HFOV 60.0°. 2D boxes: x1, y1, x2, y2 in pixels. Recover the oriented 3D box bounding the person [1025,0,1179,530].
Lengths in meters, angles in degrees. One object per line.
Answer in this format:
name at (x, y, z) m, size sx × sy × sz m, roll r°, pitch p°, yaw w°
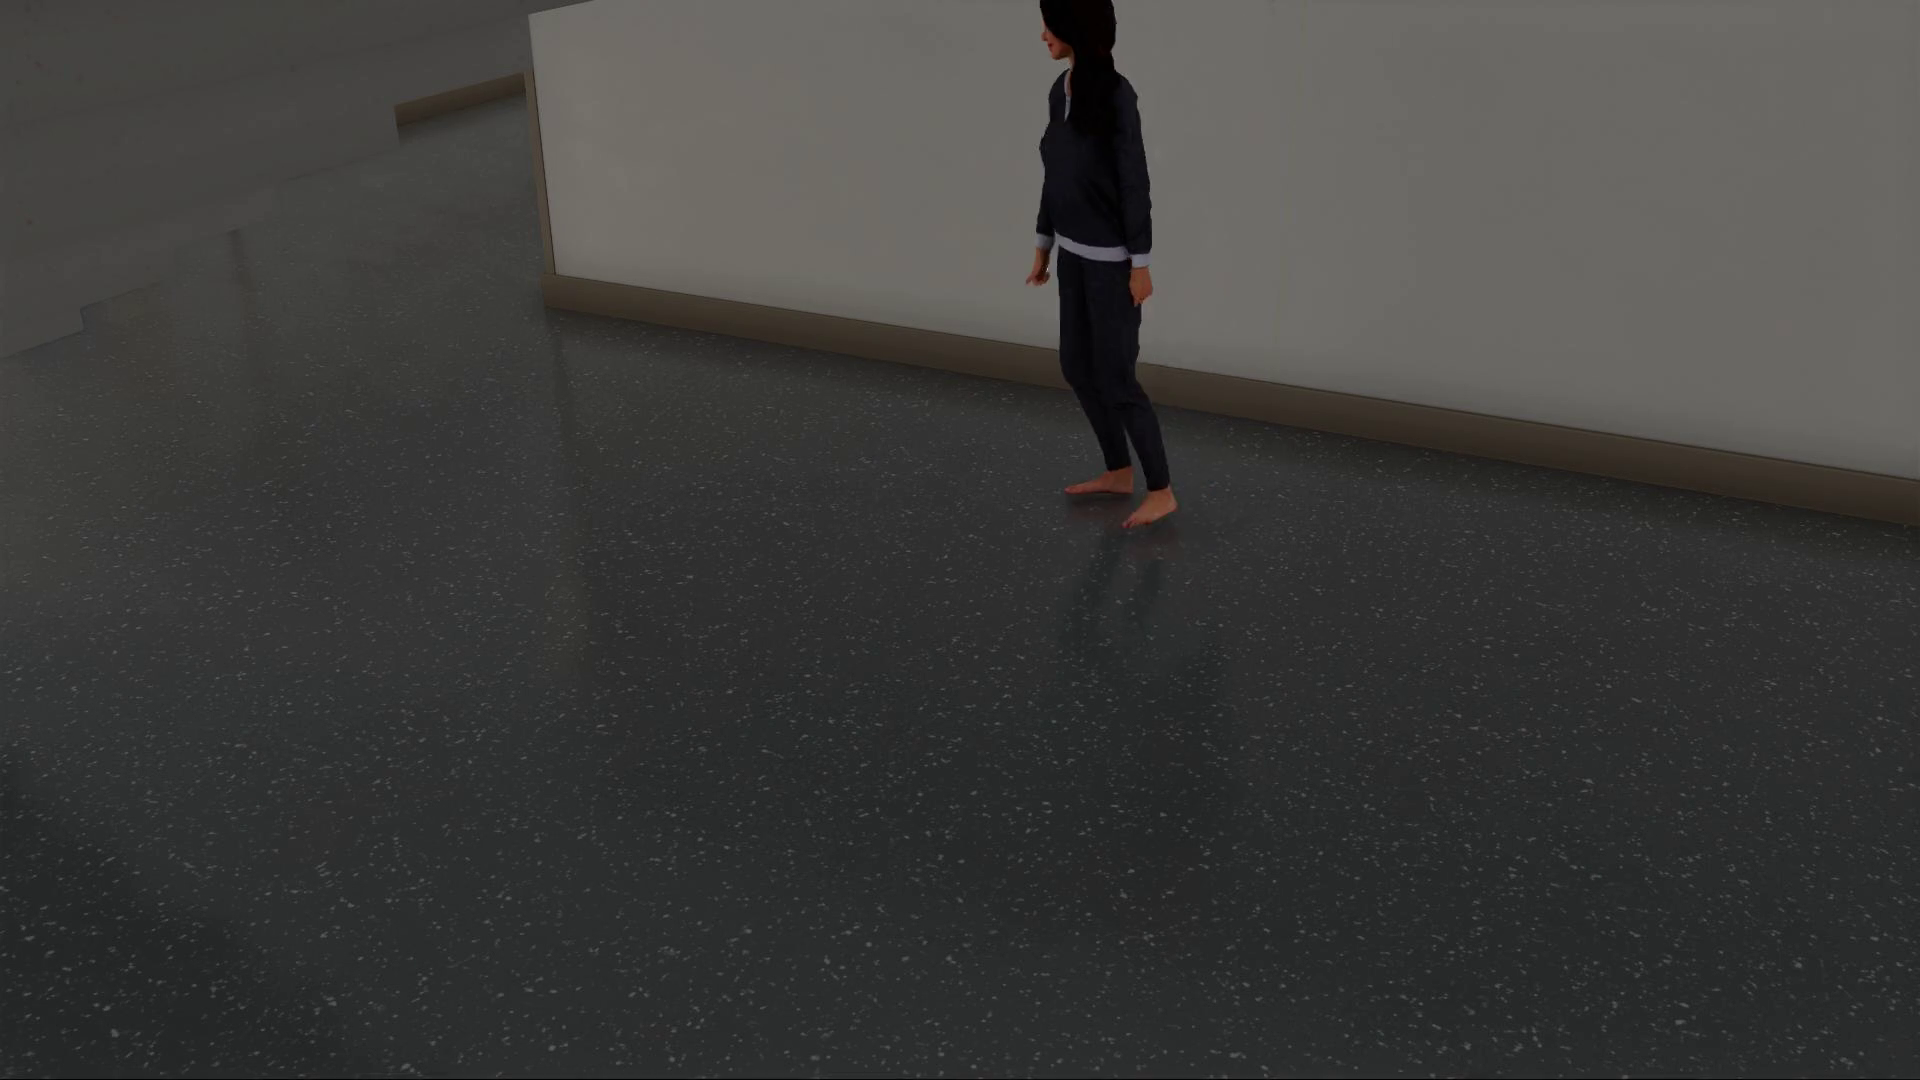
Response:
person at (0.509, -0.918, 5.487) m, size 0.902 × 1.736 × 0.763 m, roll -22°, pitch 34°, yaw -38°
